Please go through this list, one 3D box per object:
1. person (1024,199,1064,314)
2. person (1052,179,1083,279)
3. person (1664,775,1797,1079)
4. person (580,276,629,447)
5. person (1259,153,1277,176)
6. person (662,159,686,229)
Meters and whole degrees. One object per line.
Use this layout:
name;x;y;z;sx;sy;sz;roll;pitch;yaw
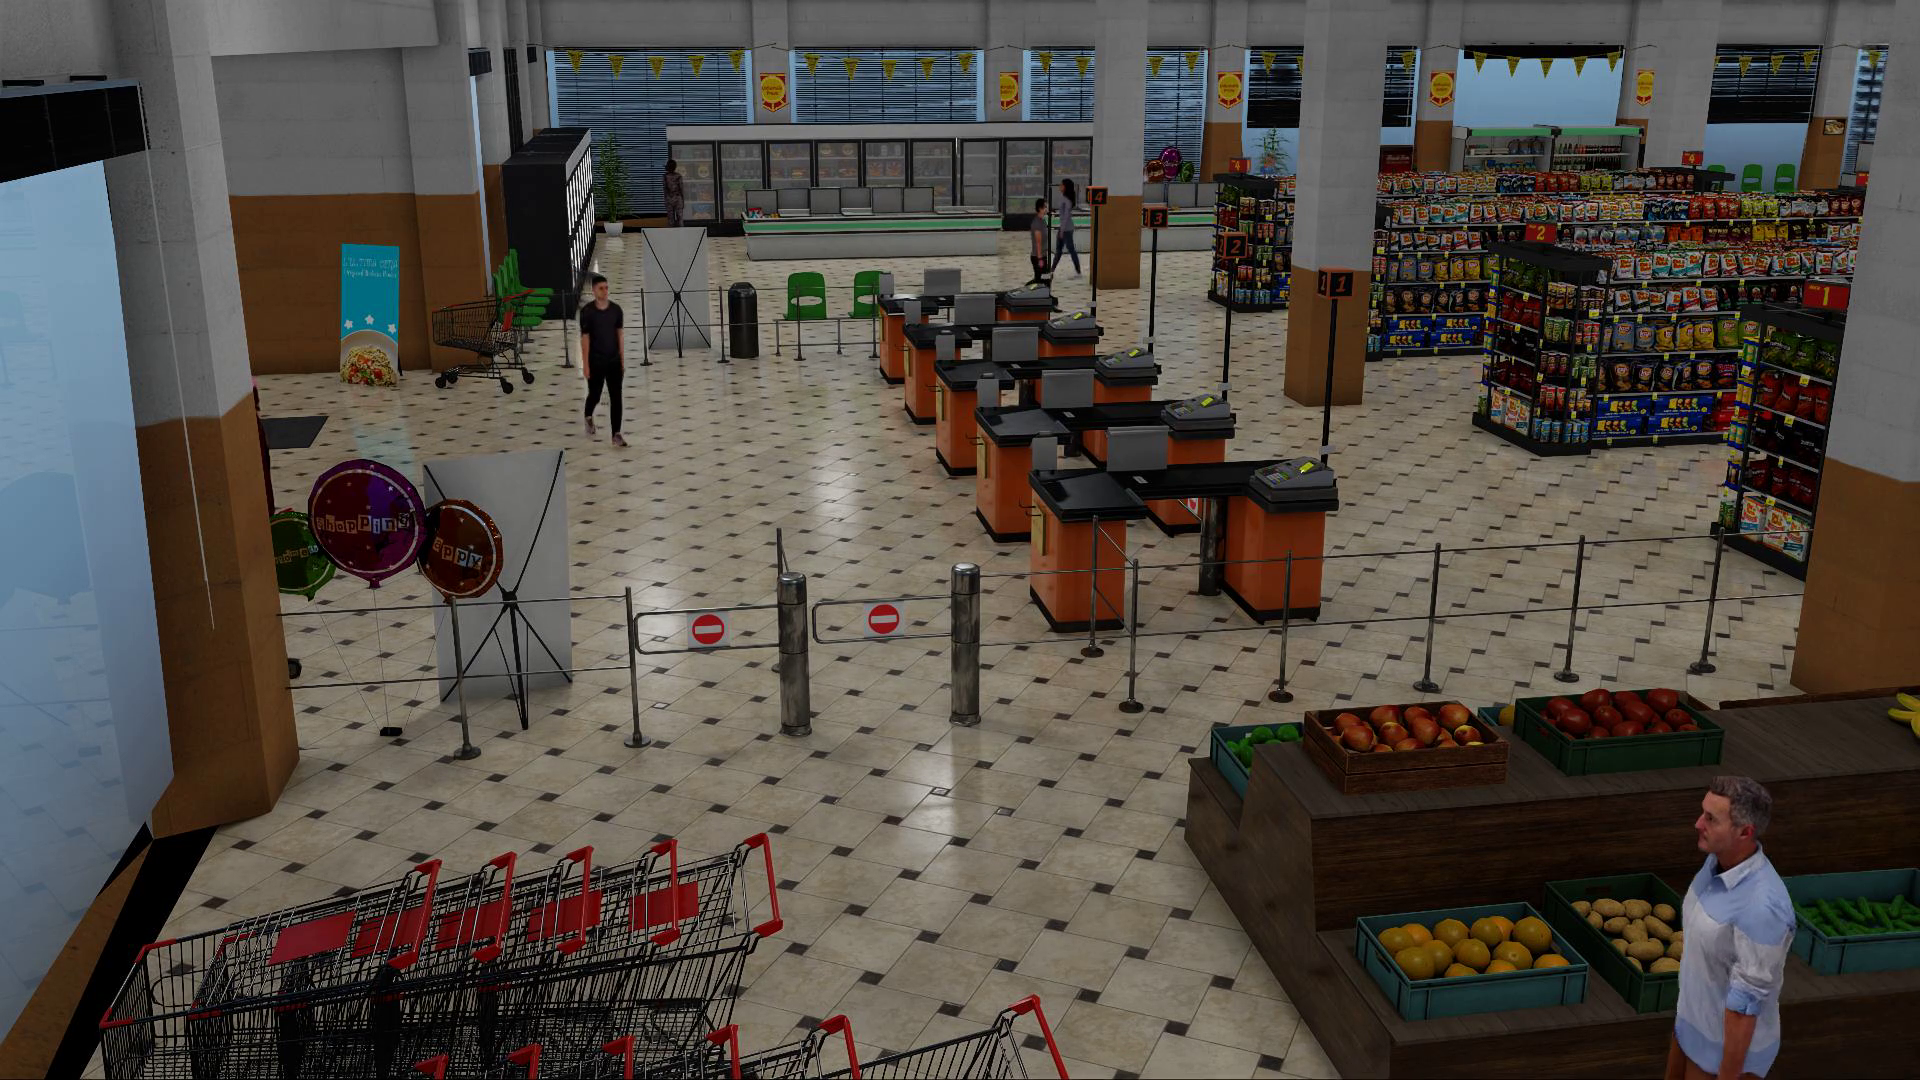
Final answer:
person;1.161;-4.305;25.355;1.114;1.736;0.884;4;17;12
person;1.945;-5.407;29.039;1.036;1.706;0.742;0;17;1
person;2.645;1.659;5.593;1.023;1.807;0.826;1;17;5
person;-3.725;-1.854;17.280;1.090;1.738;0.961;-11;20;-32
person;6.385;-7.222;34.894;0.721;1.777;0.848;-3;17;-9
person;-5.834;-6.895;33.925;0.562;1.714;0.678;0;17;1
